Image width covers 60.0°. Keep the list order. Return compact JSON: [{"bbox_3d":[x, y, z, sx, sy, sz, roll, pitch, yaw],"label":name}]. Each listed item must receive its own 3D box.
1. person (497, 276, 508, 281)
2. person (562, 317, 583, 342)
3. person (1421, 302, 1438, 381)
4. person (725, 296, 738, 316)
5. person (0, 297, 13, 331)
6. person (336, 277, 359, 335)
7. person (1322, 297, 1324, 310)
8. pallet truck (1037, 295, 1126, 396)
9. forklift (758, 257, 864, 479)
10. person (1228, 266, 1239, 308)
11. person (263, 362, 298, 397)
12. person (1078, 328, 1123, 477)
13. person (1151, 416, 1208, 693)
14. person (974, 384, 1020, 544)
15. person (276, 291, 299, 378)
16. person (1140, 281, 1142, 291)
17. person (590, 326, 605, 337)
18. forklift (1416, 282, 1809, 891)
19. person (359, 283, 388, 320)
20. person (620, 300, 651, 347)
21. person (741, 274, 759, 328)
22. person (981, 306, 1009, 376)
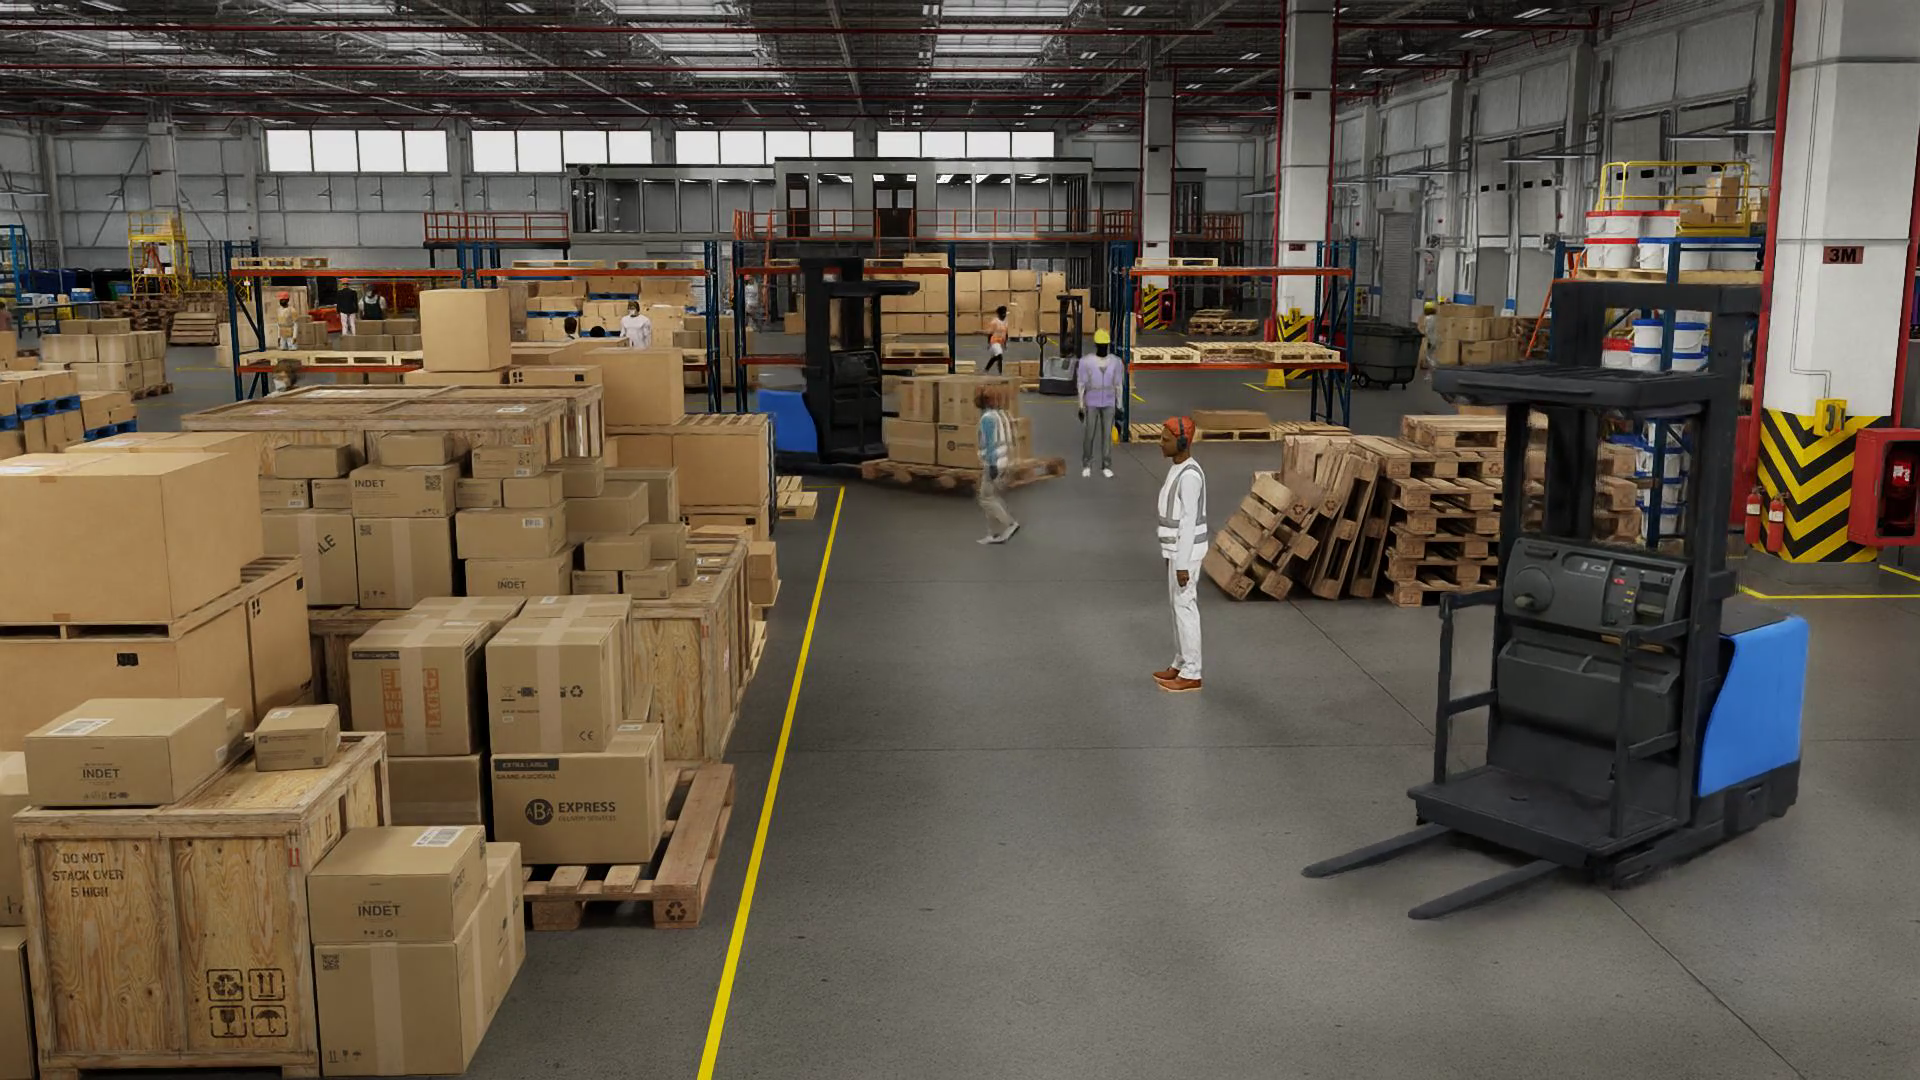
[{"bbox_3d":[-20.141,-11.015,73.144,0.567,1.879,0.353,-5,11,-26],"label":"person"},{"bbox_3d":[-6.169,-2.635,26.543,0.343,1.847,0.506,5,11,27],"label":"person"},{"bbox_3d":[10.278,-4.326,36.284,0.444,1.722,0.510,7,12,34],"label":"person"},{"bbox_3d":[-4.881,-4.371,36.145,0.329,1.872,0.508,6,12,29],"label":"person"},{"bbox_3d":[-22.774,-4.891,39.486,0.551,1.712,0.756,-4,11,-22],"label":"person"},{"bbox_3d":[-17.798,-6.621,48.330,0.622,1.994,0.381,-7,12,-32],"label":"person"},{"bbox_3d":[9.203,-5.695,43.300,0.604,1.949,0.398,1,10,8],"label":"person"},{"bbox_3d":[2.483,-3.881,33.060,1.885,1.965,0.823,-7,13,-36],"label":"pallet truck"},{"bbox_3d":[-1.656,-2.296,21.770,1.873,2.768,1.129,7,12,34],"label":"forklift"},{"bbox_3d":[12.689,-11.735,76.843,0.624,1.980,0.559,-1,10,-5],"label":"person"},{"bbox_3d":[-6.332,-0.710,15.642,0.658,1.907,0.830,1,10,3],"label":"person"},{"bbox_3d":[1.818,-1.768,21.495,0.592,1.924,0.385,-1,10,-7],"label":"person"},{"bbox_3d":[1.498,0.096,11.262,0.351,1.878,0.568,0,10,2],"label":"person"},{"bbox_3d":[0.333,-0.745,16.621,0.398,1.622,0.540,1,10,4],"label":"person"},{"bbox_3d":[-14.960,-4.549,36.952,0.542,1.938,0.358,4,11,23],"label":"person"},{"bbox_3d":[7.300,-9.477,64.714,0.661,1.821,0.662,0,10,1],"label":"person"},{"bbox_3d":[-4.906,-1.928,22.453,0.597,1.907,0.404,3,11,15],"label":"person"},{"bbox_3d":[3.429,0.094,8.456,1.873,2.768,1.129,-8,13,-37],"label":"forklift"},{"bbox_3d":[-15.203,-5.718,43.176,0.701,2.000,0.872,-2,10,-13],"label":"person"},{"bbox_3d":[-6.152,-3.573,31.524,0.628,1.935,0.373,3,11,14],"label":"person"},{"bbox_3d":[-7.258,-8.164,57.151,0.743,1.922,0.558,-5,11,-28],"label":"person"},{"bbox_3d":[0.757,-4.330,36.541,0.837,1.647,0.536,9,14,41],"label":"person"}]
